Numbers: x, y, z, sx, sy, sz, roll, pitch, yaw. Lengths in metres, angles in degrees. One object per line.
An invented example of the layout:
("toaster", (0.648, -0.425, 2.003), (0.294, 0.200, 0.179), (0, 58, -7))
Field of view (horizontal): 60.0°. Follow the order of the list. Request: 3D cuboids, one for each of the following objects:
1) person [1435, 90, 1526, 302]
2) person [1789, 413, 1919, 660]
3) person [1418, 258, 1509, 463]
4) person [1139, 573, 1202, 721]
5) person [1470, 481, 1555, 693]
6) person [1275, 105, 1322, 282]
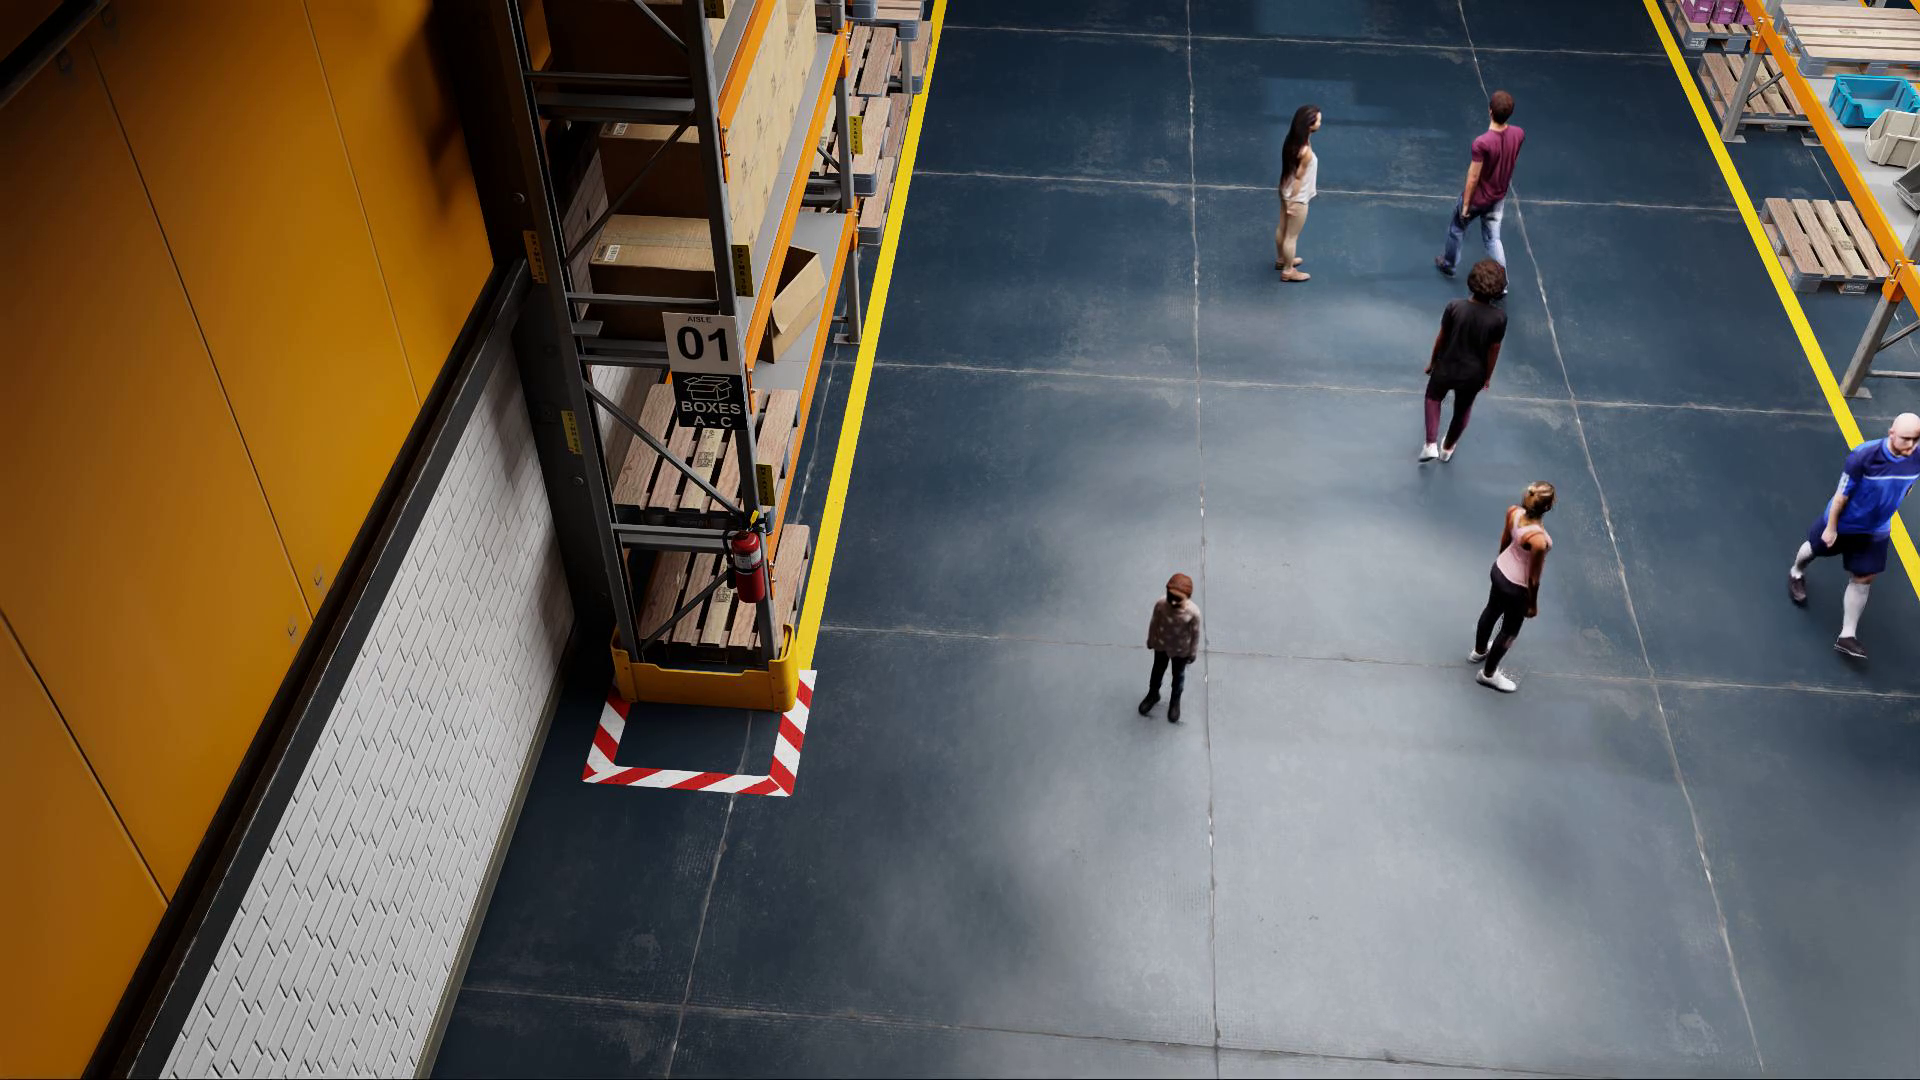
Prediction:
("person", (4.424, -2.829, 13.851), (0.954, 1.824, 1.215), (-12, 45, -12))
("person", (5.942, -0.168, 11.091), (0.727, 1.779, 1.174), (1, 44, 1))
("person", (3.681, -1.249, 12.230), (0.700, 1.774, 0.819), (10, 45, 11))
("person", (1.367, 0.657, 10.649), (0.540, 1.194, 0.554), (17, 46, 17))
("person", (3.558, 0.271, 10.724), (0.760, 1.650, 0.600), (-7, 44, -7))
("person", (2.826, -2.936, 14.089), (0.674, 1.651, 0.615), (-26, 49, -25))
